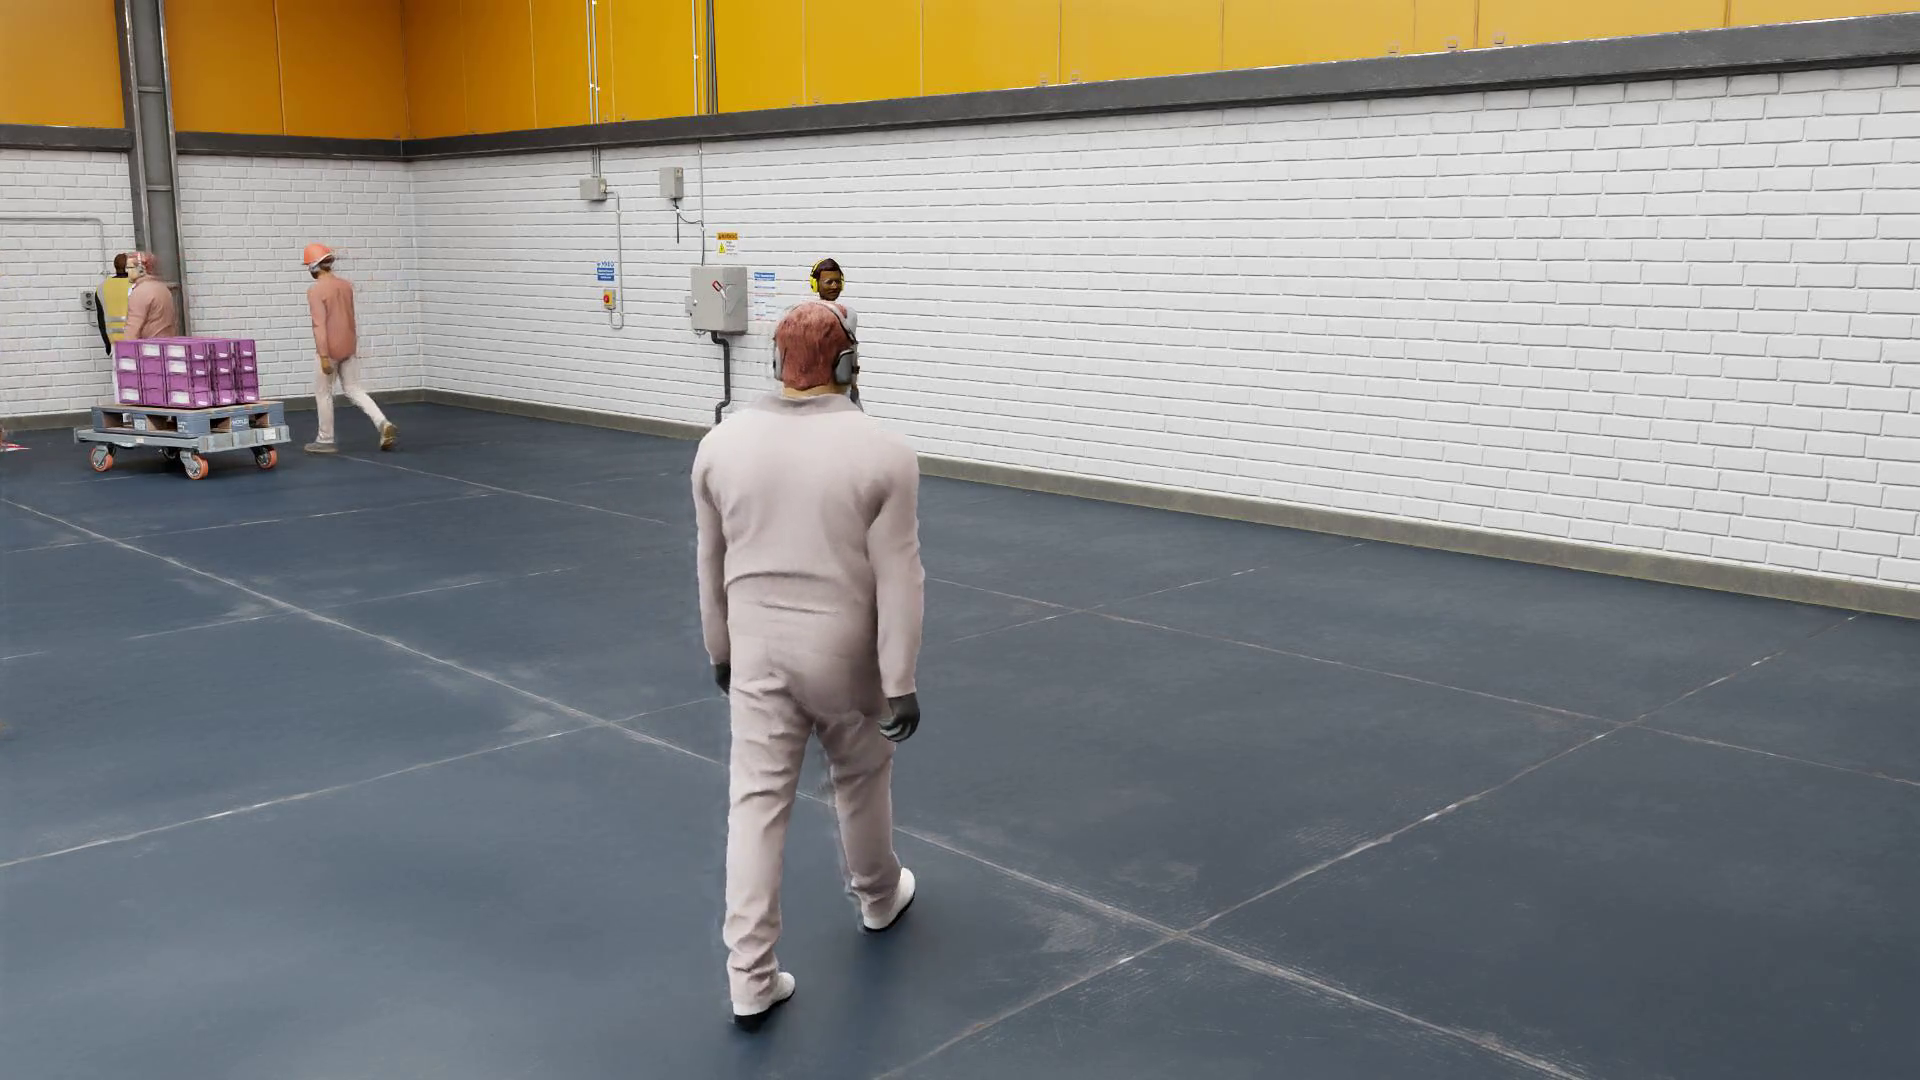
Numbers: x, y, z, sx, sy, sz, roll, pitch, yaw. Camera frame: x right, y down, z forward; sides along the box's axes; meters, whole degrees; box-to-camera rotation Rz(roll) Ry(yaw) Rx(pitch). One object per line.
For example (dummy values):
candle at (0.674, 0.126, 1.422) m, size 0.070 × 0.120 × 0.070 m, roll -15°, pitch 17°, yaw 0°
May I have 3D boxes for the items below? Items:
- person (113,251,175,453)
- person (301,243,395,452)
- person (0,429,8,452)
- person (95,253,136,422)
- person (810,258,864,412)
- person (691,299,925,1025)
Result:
person at (-7.612, -1.716, 15.384) m, size 0.960 × 1.865 × 0.655 m, roll -2°, pitch 11°, yaw -10°
person at (-5.728, -1.769, 15.410) m, size 0.843 × 1.961 × 0.639 m, roll 3°, pitch 11°, yaw 17°
person at (-8.750, -1.555, 14.377) m, size 0.636 × 1.924 × 0.632 m, roll -9°, pitch 14°, yaw -40°
person at (-8.592, -2.046, 17.256) m, size 0.626 × 1.839 × 0.430 m, roll 2°, pitch 11°, yaw 10°
person at (-0.878, -0.955, 11.220) m, size 0.534 × 1.869 × 0.315 m, roll -8°, pitch 13°, yaw -36°
person at (-0.388, 0.287, 4.487) m, size 0.664 × 1.851 × 0.986 m, roll 3°, pitch 11°, yaw 15°
